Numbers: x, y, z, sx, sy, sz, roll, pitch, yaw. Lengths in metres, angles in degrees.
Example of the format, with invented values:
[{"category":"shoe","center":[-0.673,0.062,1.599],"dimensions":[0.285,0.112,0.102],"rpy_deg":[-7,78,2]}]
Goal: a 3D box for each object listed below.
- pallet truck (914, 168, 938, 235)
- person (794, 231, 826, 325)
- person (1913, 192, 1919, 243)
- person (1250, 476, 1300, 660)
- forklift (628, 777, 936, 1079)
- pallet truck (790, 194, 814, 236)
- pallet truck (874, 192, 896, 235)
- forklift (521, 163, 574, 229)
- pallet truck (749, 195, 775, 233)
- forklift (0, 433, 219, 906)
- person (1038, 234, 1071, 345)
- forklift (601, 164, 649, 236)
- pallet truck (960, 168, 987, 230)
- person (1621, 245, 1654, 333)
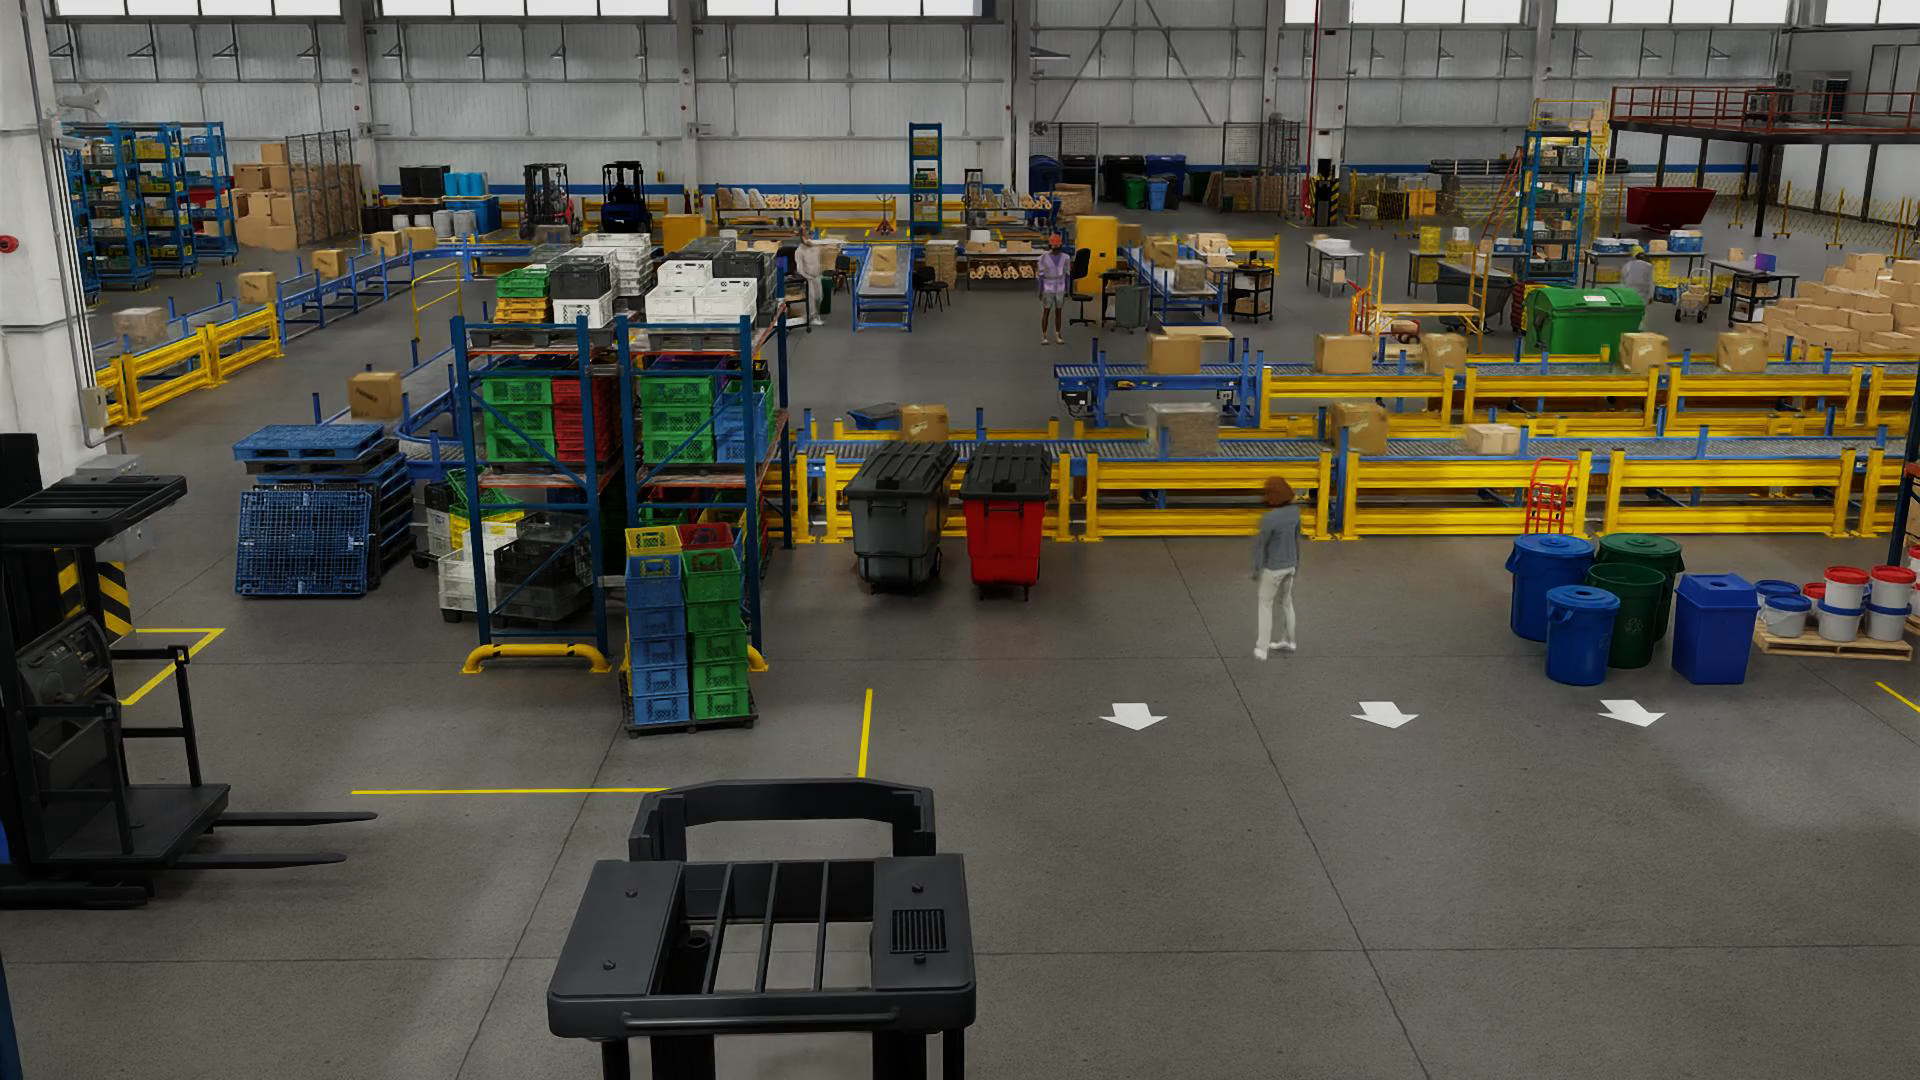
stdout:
[{"category":"pallet truck","center":[-0.989,-10.316,50.507],"dimensions":[0.823,1.965,1.885],"rpy_deg":[1,16,3]},{"category":"person","center":[-2.916,-5.153,32.832],"dimensions":[0.486,1.869,0.695],"rpy_deg":[13,21,38]},{"category":"person","center":[27.735,-9.440,47.740],"dimensions":[0.505,1.842,0.345],"rpy_deg":[0,16,0]},{"category":"person","center":[2.768,0.235,14.497],"dimensions":[0.539,1.623,0.321],"rpy_deg":[-14,21,-40]},{"category":"forklift","center":[-0.542,2.165,5.552],"dimensions":[1.129,2.768,1.873],"rpy_deg":[-1,16,-2]},{"category":"pallet truck","center":[-4.814,-9.883,50.259],"dimensions":[0.704,1.261,1.522],"rpy_deg":[-1,16,-3]},{"category":"pallet truck","center":[-2.277,-9.986,50.594],"dimensions":[0.653,1.274,1.630],"rpy_deg":[0,16,-1]},{"category":"forklift","center":[-12.233,-10.122,49.298],"dimensions":[1.157,1.987,2.680],"rpy_deg":[0,16,-1]},{"category":"pallet truck","center":[-6.051,-9.967,50.660],"dimensions":[0.680,1.201,1.601],"rpy_deg":[0,16,-1]},{"category":"forklift","center":[-5.952,0.780,10.366],"dimensions":[1.873,2.768,1.129],"rpy_deg":[0,16,-1]},{"category":"person","center":[1.742,-4.601,30.562],"dimensions":[0.609,2.043,0.397],"rpy_deg":[-3,16,-11]},{"category":"forklift","center":[-9.948,-10.127,49.296],"dimensions":[1.157,1.987,2.680],"rpy_deg":[-1,16,-3]},{"category":"pallet truck","center":[0.383,-10.230,50.206],"dimensions":[0.823,1.965,1.885],"rpy_deg":[-1,16,-3]},{"category":"person","center":[12.589,-4.568,30.917],"dimensions":[0.610,1.790,0.635],"rpy_deg":[9,18,29]}]
